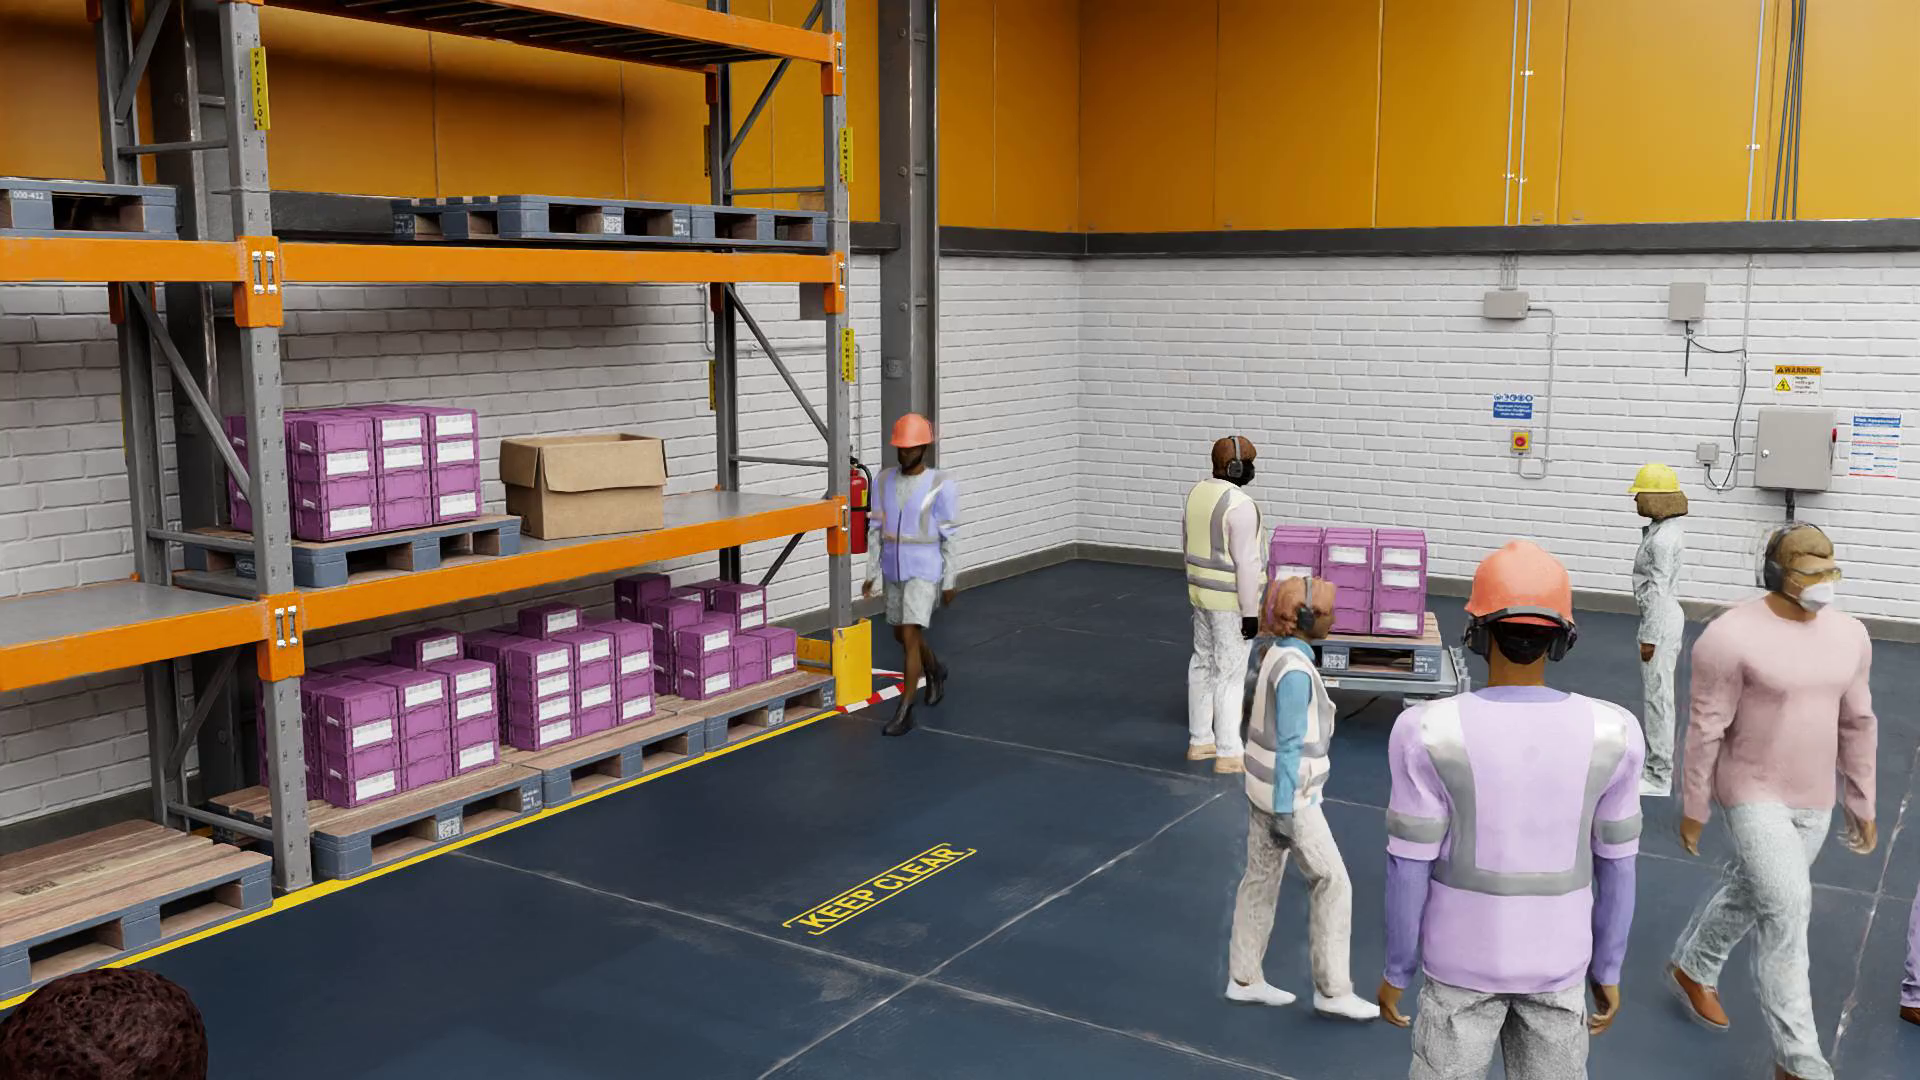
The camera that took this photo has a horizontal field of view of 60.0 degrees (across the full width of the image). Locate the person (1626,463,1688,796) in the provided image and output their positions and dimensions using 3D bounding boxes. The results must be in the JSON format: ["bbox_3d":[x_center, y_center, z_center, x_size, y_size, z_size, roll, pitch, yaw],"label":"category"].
[{"bbox_3d":[3.610,0.463,8.695,0.321,1.738,0.484,4,10,24],"label":"person"}]

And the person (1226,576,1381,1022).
[{"bbox_3d":[1.289,0.931,6.015,0.674,1.610,0.553,1,9,4],"label":"person"}]

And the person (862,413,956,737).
[{"bbox_3d":[-0.259,0.171,10.072,0.546,1.906,0.898,5,10,30],"label":"person"}]

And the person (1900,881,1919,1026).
[{"bbox_3d":[3.637,0.818,5.885,0.399,1.900,0.636,8,12,43],"label":"person"}]

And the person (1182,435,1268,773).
[{"bbox_3d":[1.467,0.344,9.128,0.429,1.841,0.634,-3,9,-21],"label":"person"}]

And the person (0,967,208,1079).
[{"bbox_3d":[-0.885,1.409,1.974,0.391,1.913,0.587,-4,10,-24],"label":"person"}]

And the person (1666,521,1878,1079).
[{"bbox_3d":[2.739,0.862,5.612,0.645,1.896,1.005,-2,9,-16],"label":"person"}]

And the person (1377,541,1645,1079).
[{"bbox_3d":[1.332,1.017,4.101,0.611,2.043,0.378,0,9,0],"label":"person"}]
